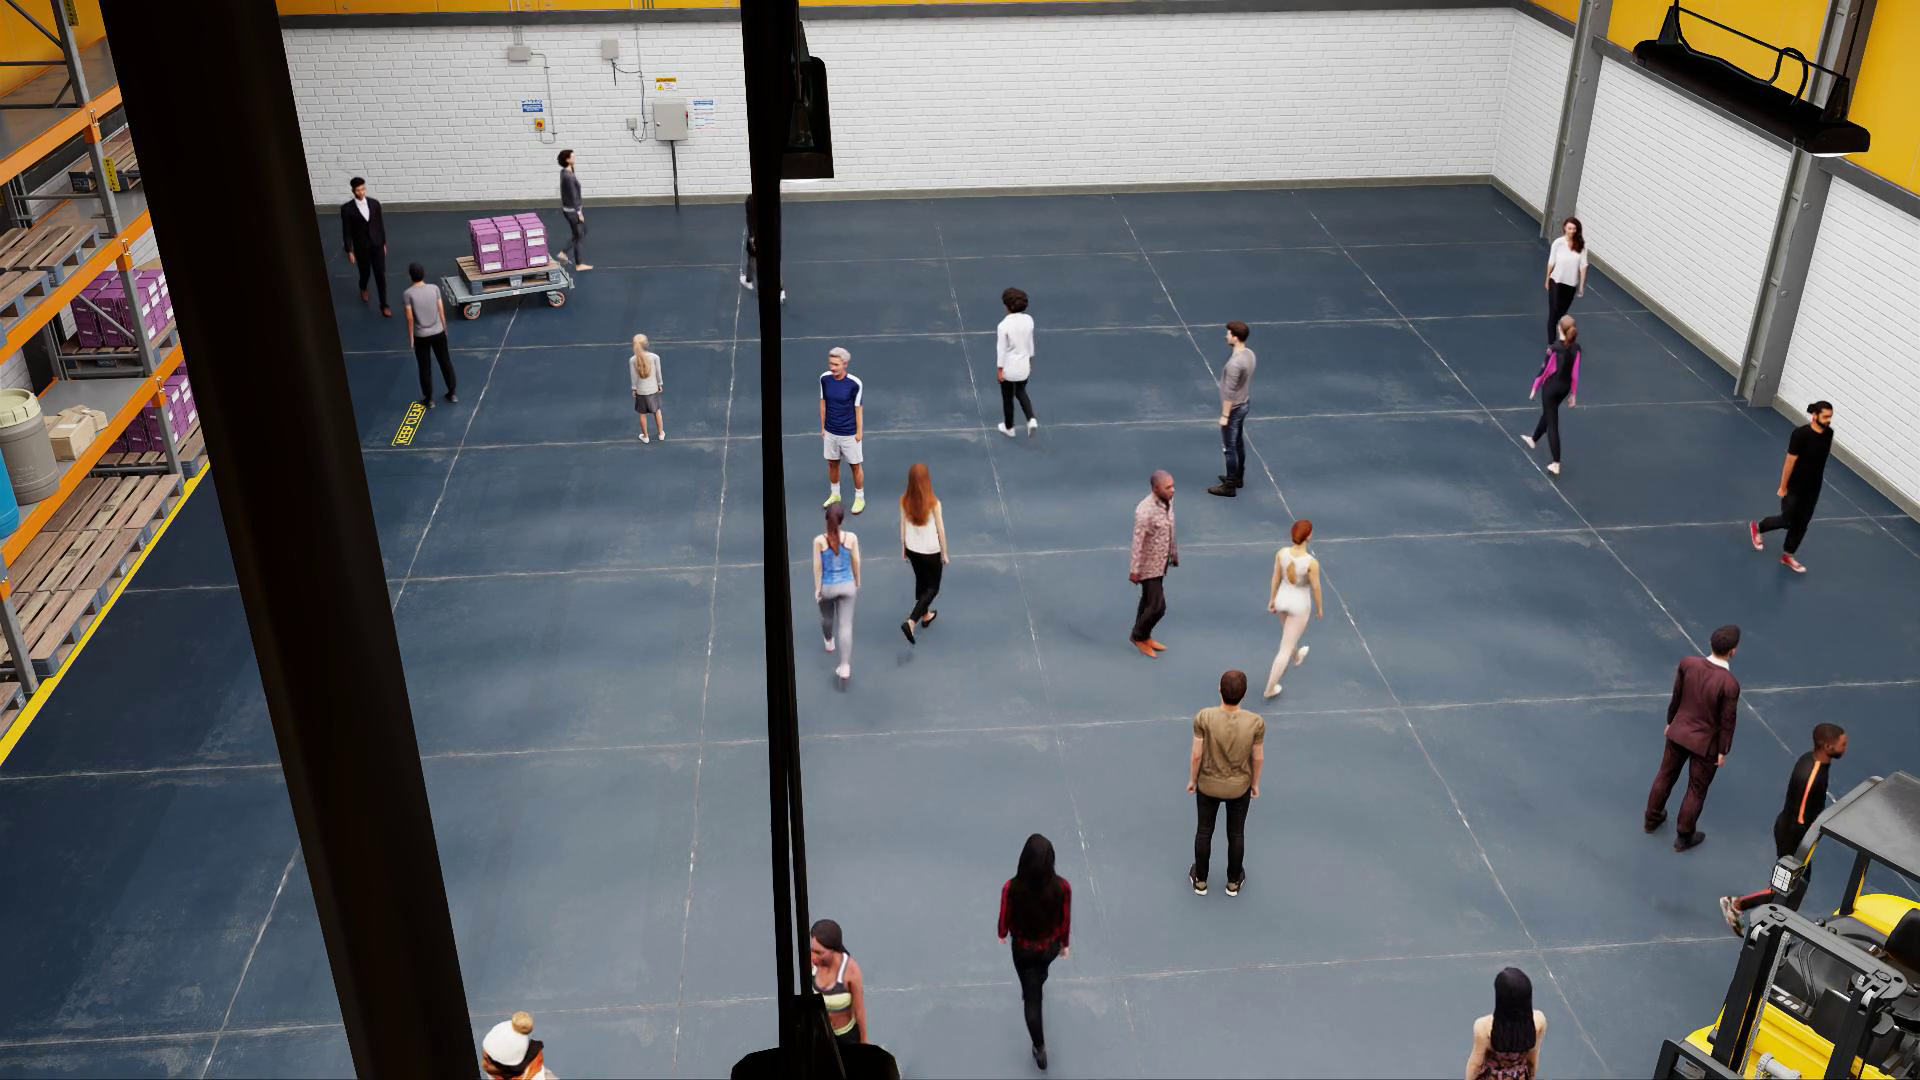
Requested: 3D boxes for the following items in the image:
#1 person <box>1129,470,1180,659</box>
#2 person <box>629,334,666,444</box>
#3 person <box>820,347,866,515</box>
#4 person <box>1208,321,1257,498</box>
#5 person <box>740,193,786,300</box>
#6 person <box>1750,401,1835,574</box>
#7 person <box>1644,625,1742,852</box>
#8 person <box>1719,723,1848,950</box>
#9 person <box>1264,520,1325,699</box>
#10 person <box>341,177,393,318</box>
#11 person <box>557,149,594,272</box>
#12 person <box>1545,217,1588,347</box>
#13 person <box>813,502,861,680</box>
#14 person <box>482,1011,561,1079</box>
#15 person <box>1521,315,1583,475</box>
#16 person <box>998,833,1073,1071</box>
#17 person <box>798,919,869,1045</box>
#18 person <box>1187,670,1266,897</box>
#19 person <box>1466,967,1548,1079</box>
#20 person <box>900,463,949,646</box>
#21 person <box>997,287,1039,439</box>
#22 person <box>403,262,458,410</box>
[{"bbox_3d":[1.625,0.178,14.708,0.885,1.794,0.797,18,33,29],"label":"person"},{"bbox_3d":[-3.527,-1.716,18.723,0.565,1.275,0.587,-10,30,-18],"label":"person"},{"bbox_3d":[-1.206,-1.150,17.102,0.708,1.833,0.704,11,30,19],"label":"person"},{"bbox_3d":[2.891,-1.379,17.452,0.820,1.900,0.696,13,31,23],"label":"person"},{"bbox_3d":[-2.635,-4.091,22.624,1.033,1.709,1.281,-18,34,-30],"label":"person"},{"bbox_3d":[8.098,-0.570,16.132,0.780,1.744,0.972,-11,30,-19],"label":"person"},{"bbox_3d":[5.442,1.453,12.302,0.824,1.859,0.701,-18,33,-30],"label":"person"},{"bbox_3d":[5.601,2.003,11.364,0.919,1.793,0.865,20,34,32],"label":"person"},{"bbox_3d":[2.782,0.617,14.114,1.031,1.593,1.091,22,36,35],"label":"person"},{"bbox_3d":[-7.923,-3.939,22.190,1.073,1.858,1.257,-18,34,-30],"label":"person"},{"bbox_3d":[-5.572,-4.665,23.625,0.779,1.758,0.732,-11,31,-19],"label":"person"},{"bbox_3d":[7.594,-3.220,20.979,0.719,1.755,1.173,2,29,3],"label":"person"},{"bbox_3d":[-1.049,0.466,14.415,0.621,1.570,1.089,-6,29,-10],"label":"person"},{"bbox_3d":[-2.298,3.247,8.977,0.823,1.895,0.883,22,35,34],"label":"person"},{"bbox_3d":[6.454,-1.534,17.955,0.651,1.690,1.148,-5,29,-9],"label":"person"},{"bbox_3d":[0.491,2.616,10.419,0.630,1.622,1.013,-4,29,-8],"label":"person"},{"bbox_3d":[-0.692,2.877,9.816,0.706,1.741,0.754,13,31,23],"label":"person"},{"bbox_3d":[1.874,1.724,11.814,0.712,1.851,0.633,3,29,6],"label":"person"},{"bbox_3d":[3.043,3.150,9.295,0.627,1.762,0.812,-3,29,-6],"label":"person"},{"bbox_3d":[-0.355,0.141,14.871,0.922,1.703,1.047,16,32,26],"label":"person"},{"bbox_3d":[0.663,-1.937,18.582,0.865,1.797,1.015,-16,32,-27],"label":"person"},{"bbox_3d":[-6.236,-2.419,19.512,0.696,1.754,0.705,-18,34,-30],"label":"person"}]
